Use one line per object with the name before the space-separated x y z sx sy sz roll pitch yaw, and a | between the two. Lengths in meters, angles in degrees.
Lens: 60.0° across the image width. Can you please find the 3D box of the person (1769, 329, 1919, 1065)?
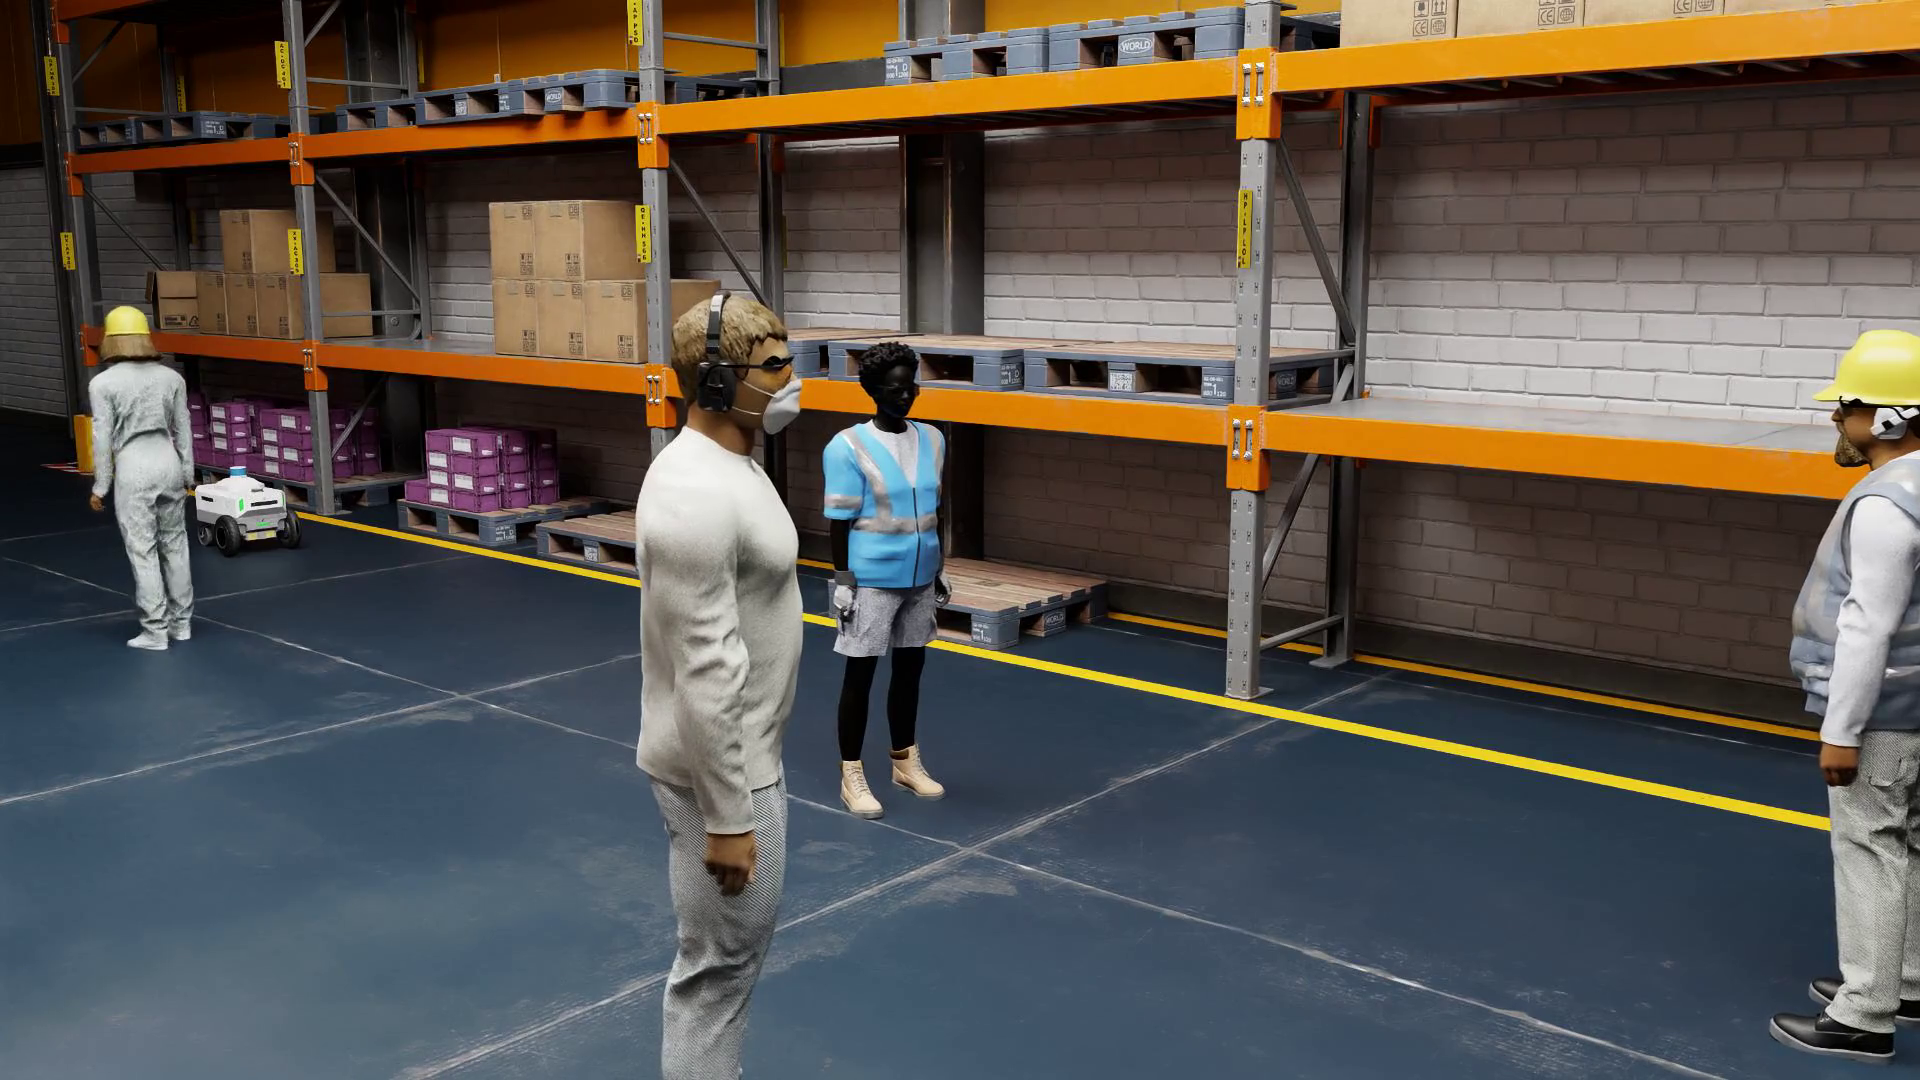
person | 2.299 0.392 4.179 0.404 1.826 0.592 9 13 42

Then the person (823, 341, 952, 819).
person | -0.249 0.137 5.977 0.541 1.696 0.316 -9 13 -41

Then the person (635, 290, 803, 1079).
person | -0.460 0.474 3.377 0.373 1.940 0.630 -1 10 -5

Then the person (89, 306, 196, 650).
person | -4.134 -0.313 8.428 0.345 1.740 0.494 6 12 32

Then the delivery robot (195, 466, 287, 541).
delivery robot | -4.838 -0.252 11.177 0.707 0.478 0.477 9 13 41
